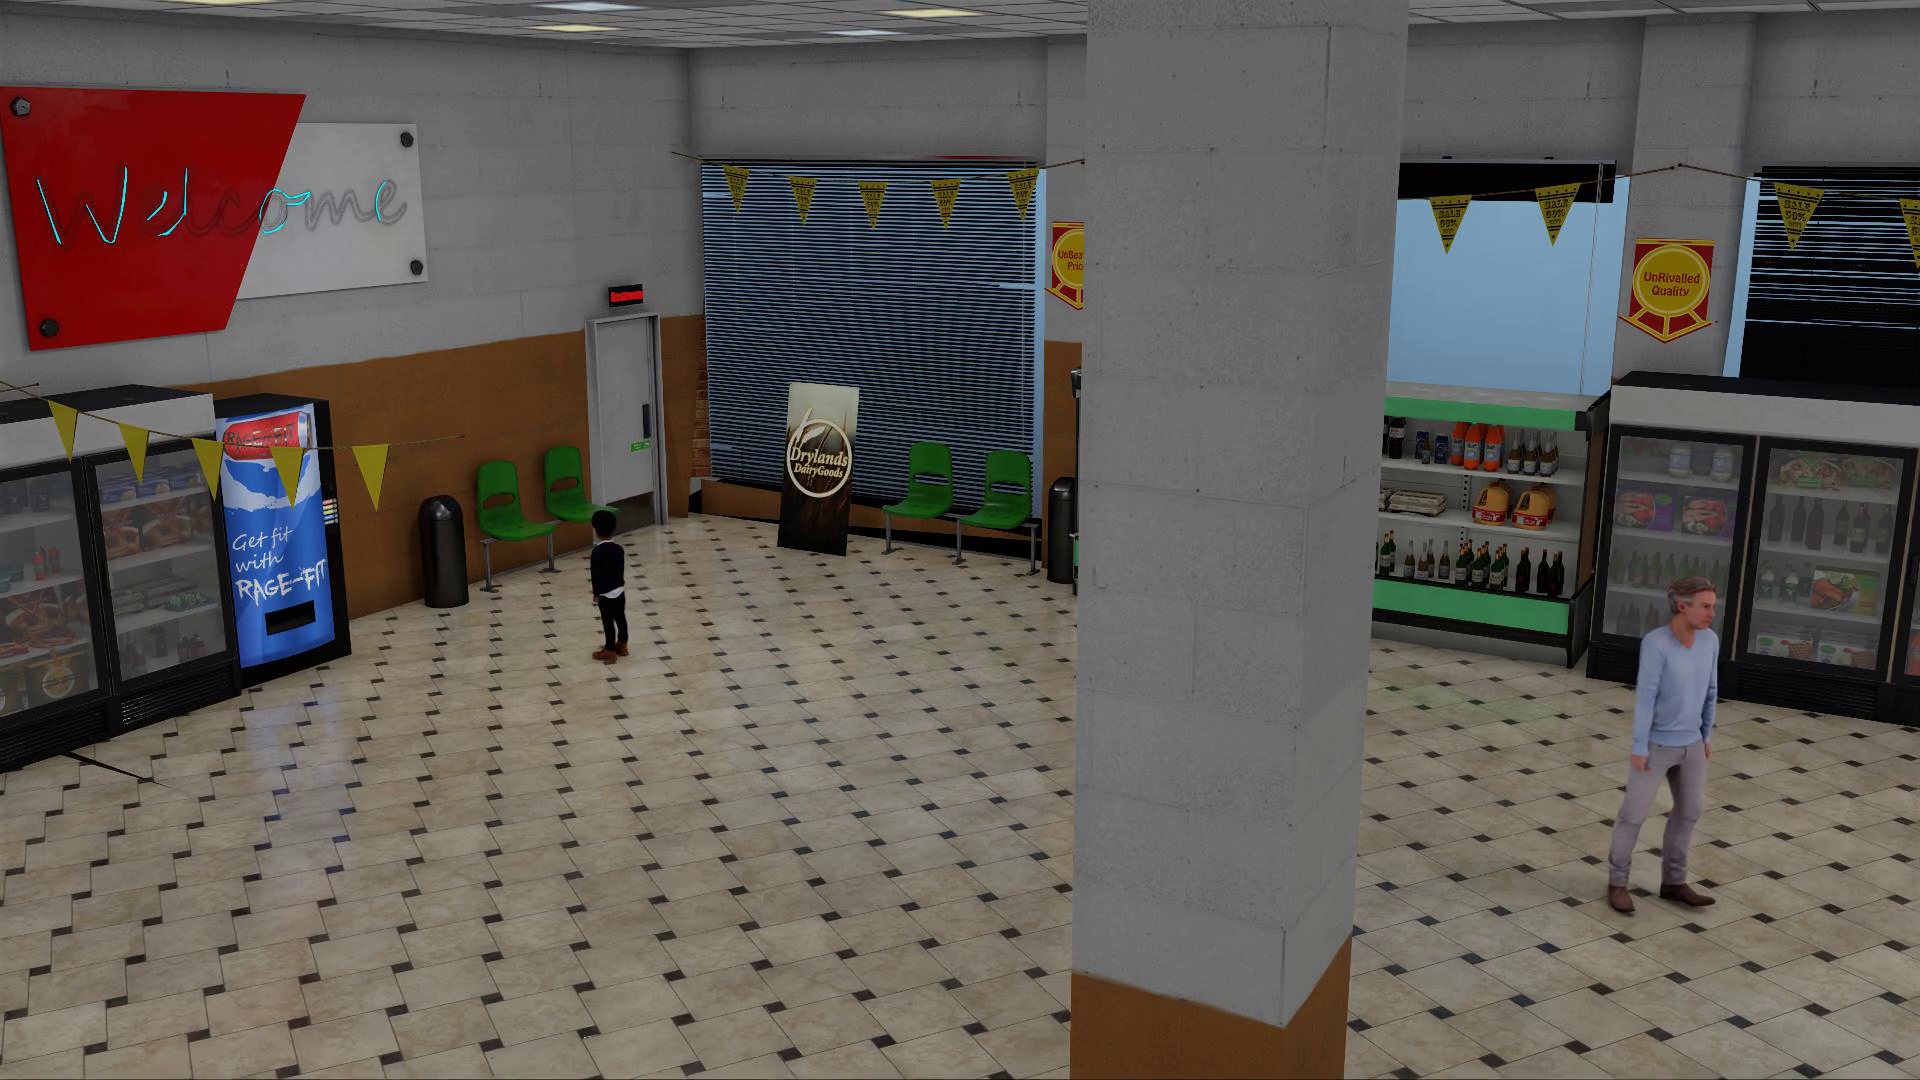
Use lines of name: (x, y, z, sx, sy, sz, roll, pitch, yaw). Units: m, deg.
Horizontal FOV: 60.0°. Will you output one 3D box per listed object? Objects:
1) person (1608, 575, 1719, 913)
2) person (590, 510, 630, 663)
person: (3.777, 1.084, 8.935, 0.809, 1.883, 0.857, -4, 14, -15)
person: (-2.801, 0.359, 13.326, 0.479, 1.223, 0.497, 8, 16, 30)
